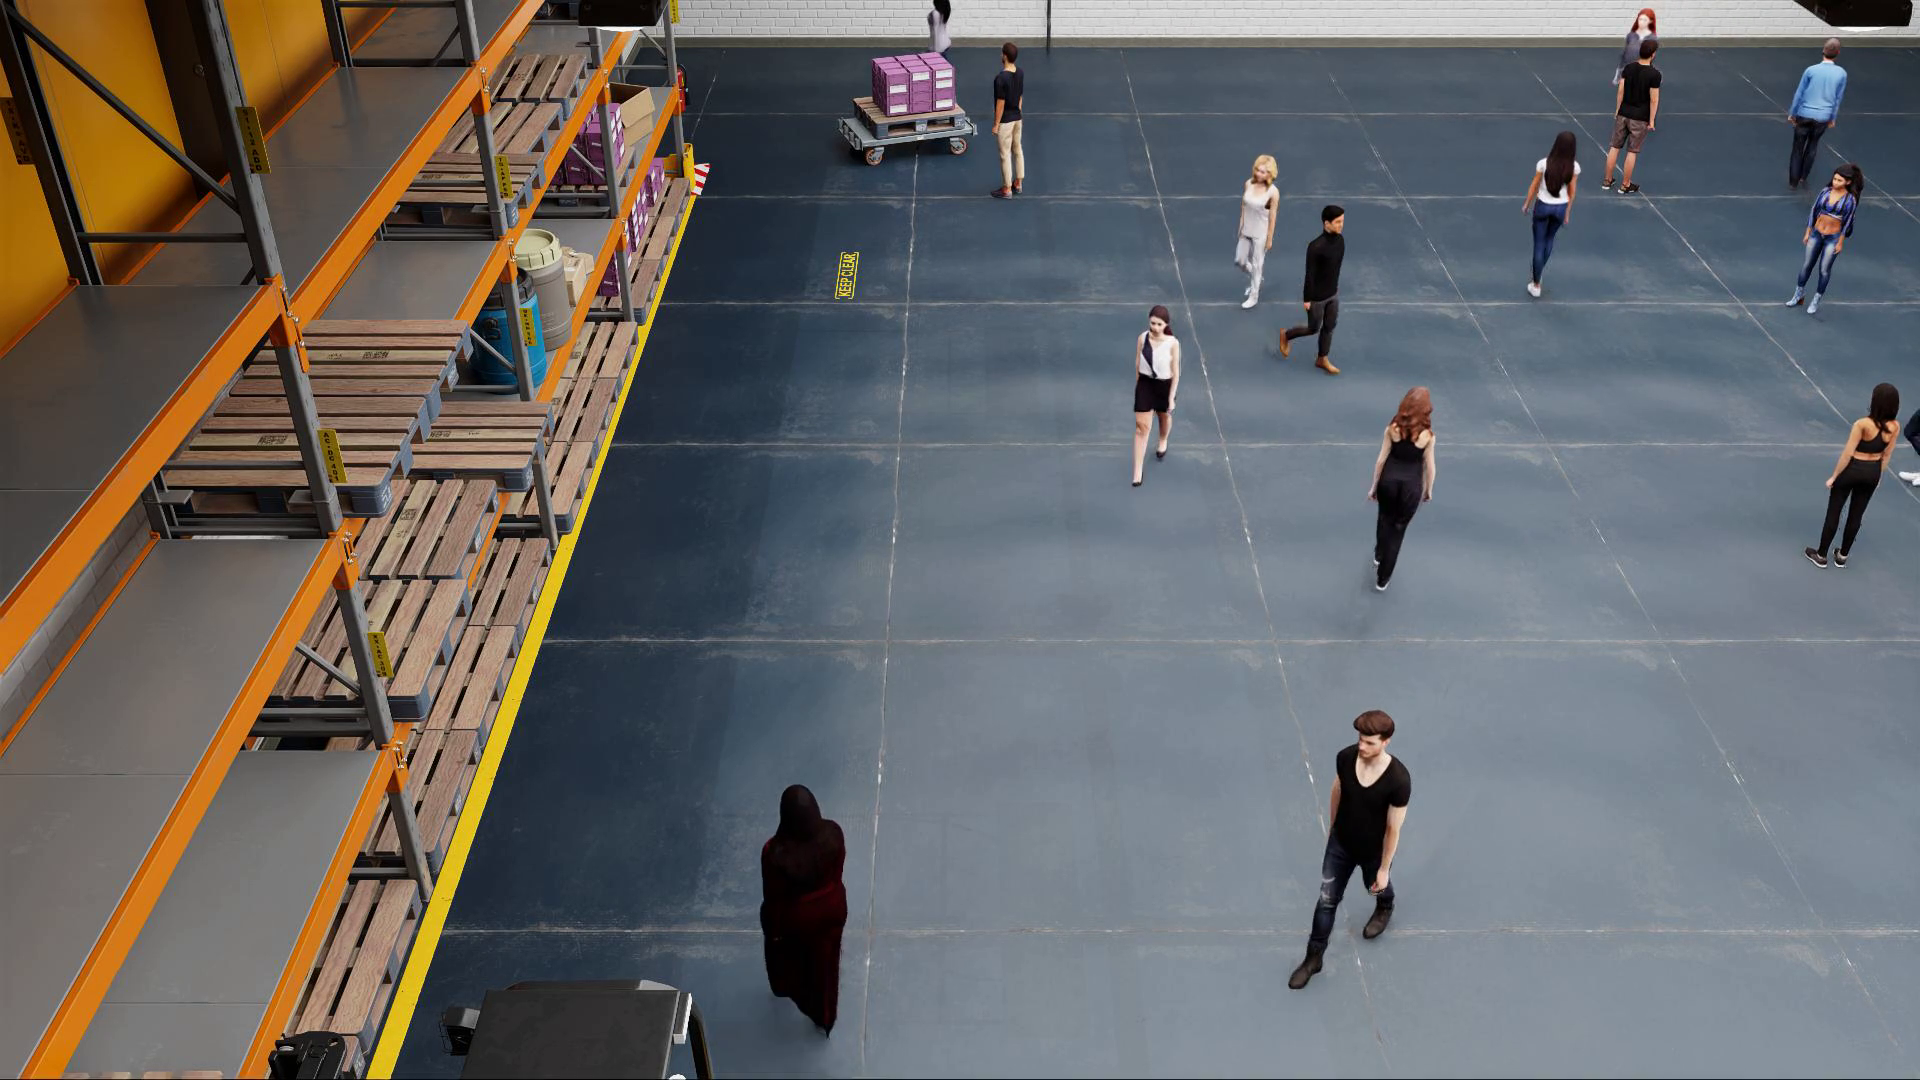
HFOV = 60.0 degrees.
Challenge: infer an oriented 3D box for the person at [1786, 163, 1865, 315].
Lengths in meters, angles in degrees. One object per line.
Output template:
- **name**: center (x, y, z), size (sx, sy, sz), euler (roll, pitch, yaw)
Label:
- **person**: center (9.012, -3.141, 17.308), size (0.760, 1.617, 0.679), euler (-24, 41, -32)

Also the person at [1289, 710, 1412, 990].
- **person**: center (2.415, 1.739, 9.742), size (1.146, 1.866, 1.278), euler (24, 41, 32)

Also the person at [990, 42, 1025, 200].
- **person**: center (0.591, -5.027, 19.928), size (0.762, 1.858, 0.684), euler (26, 41, 33)

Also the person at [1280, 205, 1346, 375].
- **person**: center (3.476, -2.460, 16.203), size (0.961, 1.706, 1.039), euler (-26, 42, -34)

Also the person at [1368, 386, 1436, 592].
- **person**: center (3.430, -0.364, 13.032), size (0.803, 1.725, 0.928), euler (13, 36, 18)

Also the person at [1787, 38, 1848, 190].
- **person**: center (10.341, -5.126, 20.122), size (0.787, 1.808, 0.818), euler (10, 35, 15)

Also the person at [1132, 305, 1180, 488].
- **person**: center (1.751, -1.314, 14.579), size (0.827, 1.594, 1.170), euler (11, 35, 16)

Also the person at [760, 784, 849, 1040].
- **person**: center (-0.816, 2.131, 9.269), size (0.876, 1.736, 0.974), euler (-16, 37, -23)

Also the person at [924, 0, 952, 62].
- **person**: center (-0.192, -6.638, 22.474), size (0.793, 1.722, 0.695), euler (14, 36, 20)

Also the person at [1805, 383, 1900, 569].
- **person**: center (7.192, -0.510, 13.324), size (0.571, 1.645, 0.473), euler (2, 34, 3)

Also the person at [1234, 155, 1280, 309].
- **person**: center (3.165, -3.255, 17.441), size (0.819, 1.659, 0.757), euler (-27, 42, -34)

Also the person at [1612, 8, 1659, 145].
- **person**: center (8.724, -5.974, 21.440), size (0.759, 1.761, 0.697), euler (-29, 43, -36)

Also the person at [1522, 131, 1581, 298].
- **person**: center (6.256, -3.417, 17.603), size (0.650, 1.751, 0.933), euler (1, 34, 2)

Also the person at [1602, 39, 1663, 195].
- **person**: center (8.116, -5.121, 20.066), size (0.816, 1.862, 0.750), euler (-28, 42, -35)
